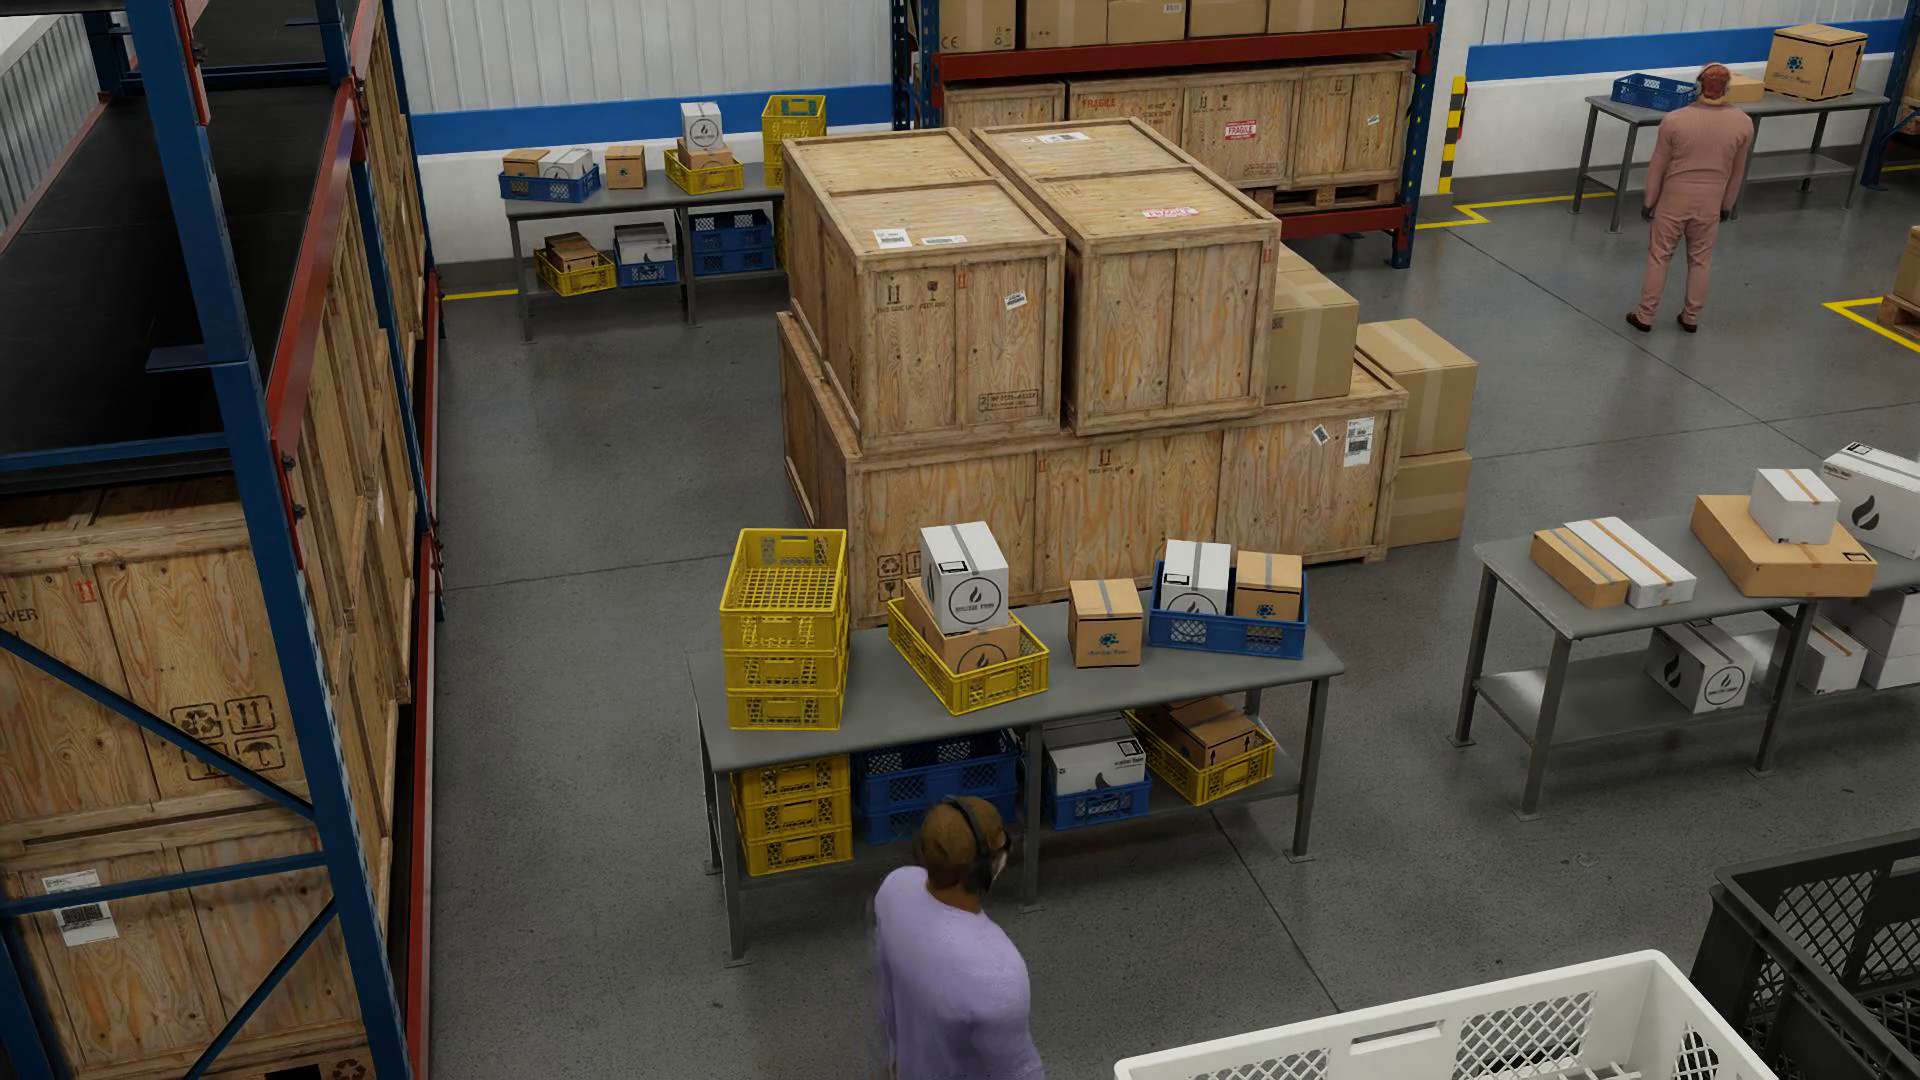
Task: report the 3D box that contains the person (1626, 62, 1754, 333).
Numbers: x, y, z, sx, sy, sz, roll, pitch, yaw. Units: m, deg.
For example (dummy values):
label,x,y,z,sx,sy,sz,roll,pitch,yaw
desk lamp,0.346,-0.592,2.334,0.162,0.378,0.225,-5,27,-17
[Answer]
label,x,y,z,sx,sy,sz,roll,pitch,yaw
person,5.168,-2.419,11.810,0.647,1.900,0.395,3,29,5

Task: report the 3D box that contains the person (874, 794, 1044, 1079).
label,x,y,z,sx,sy,sz,roll,pitch,yaw
person,-0.032,1.529,4.622,0.848,1.916,0.646,-13,32,-23
